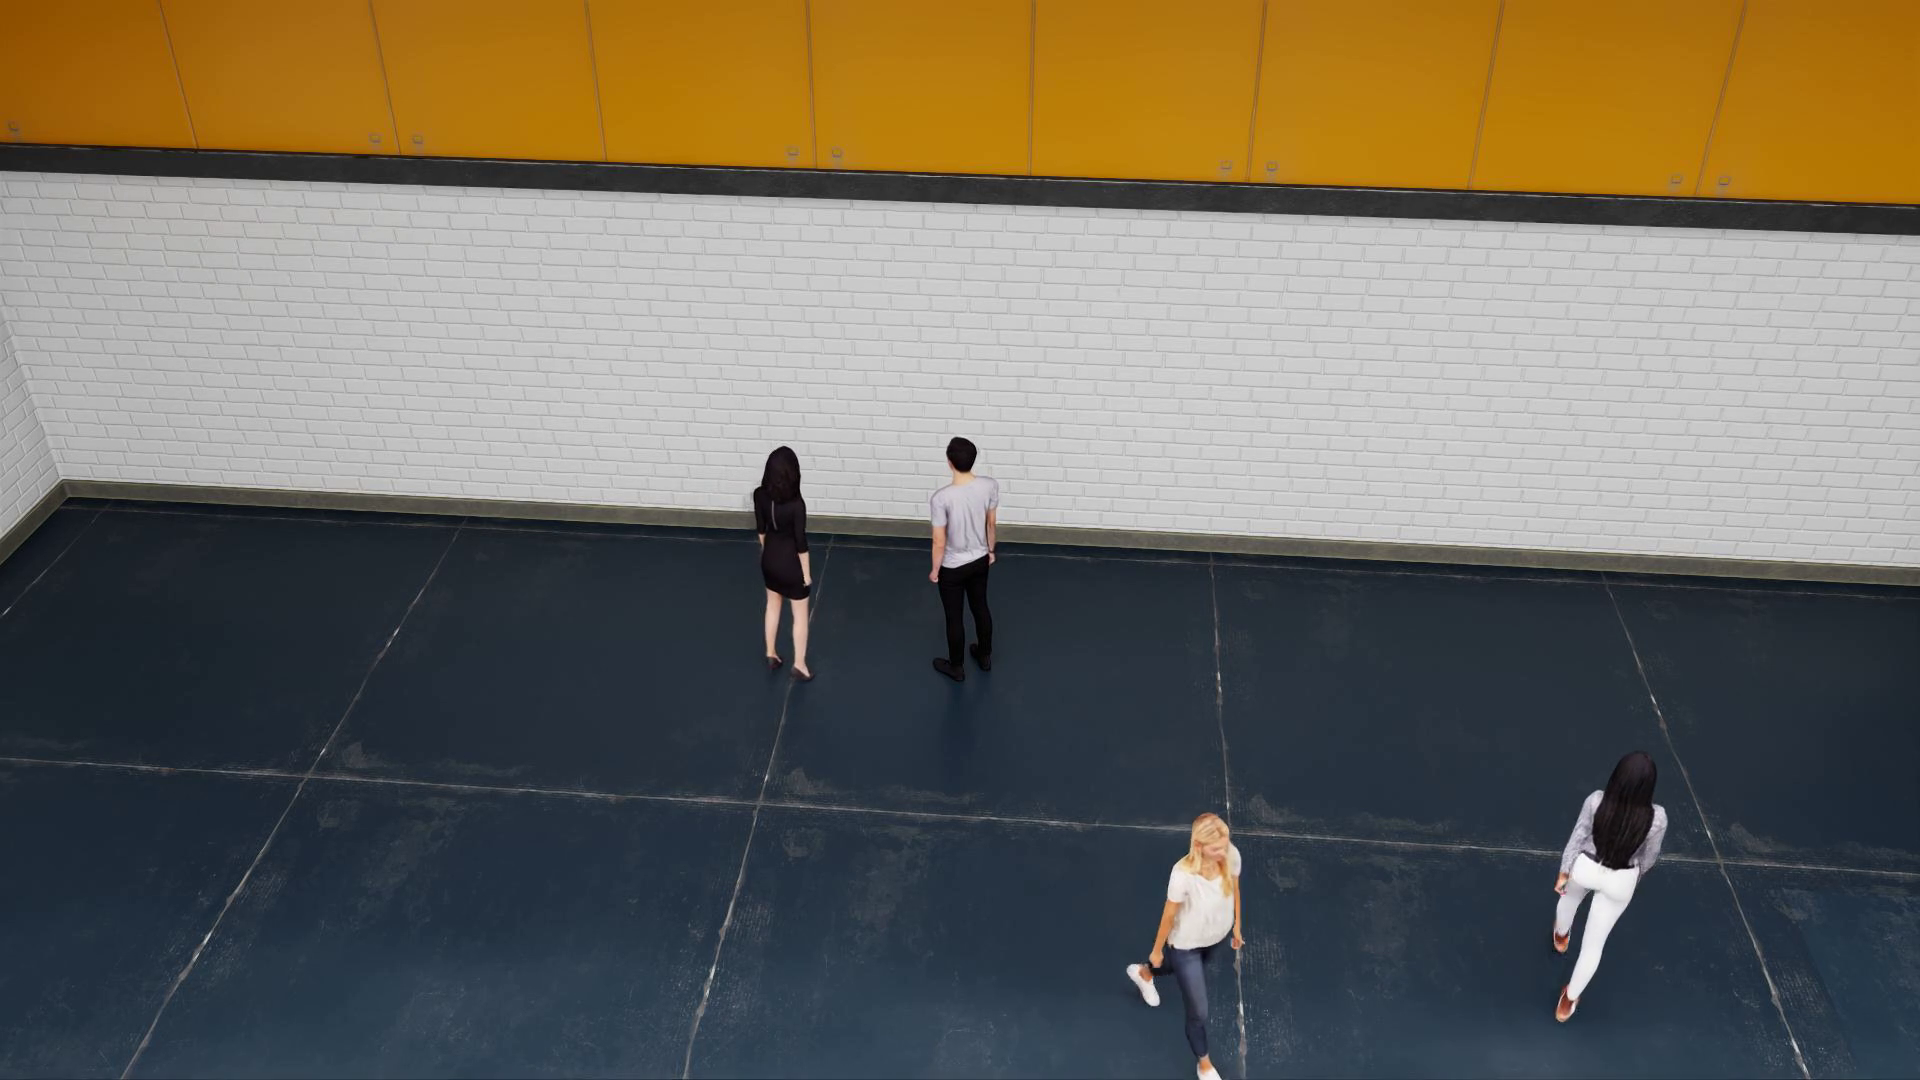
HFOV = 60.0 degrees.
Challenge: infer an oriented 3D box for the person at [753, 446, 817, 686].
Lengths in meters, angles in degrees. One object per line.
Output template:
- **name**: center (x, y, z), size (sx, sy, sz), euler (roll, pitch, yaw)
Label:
- **person**: center (-1.207, 0.195, 11.309), size (0.661, 1.800, 0.670), euler (22, 40, 30)

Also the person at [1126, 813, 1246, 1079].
- **person**: center (1.157, 2.016, 8.589), size (1.102, 1.778, 1.213), euler (-22, 40, -30)

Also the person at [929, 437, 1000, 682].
- **person**: center (0.028, 0.146, 11.328), size (0.739, 1.860, 0.756), euler (-18, 38, -25)

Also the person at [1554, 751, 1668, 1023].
- **person**: center (3.404, 1.885, 8.862), size (0.854, 1.694, 1.077), euler (15, 37, 22)
